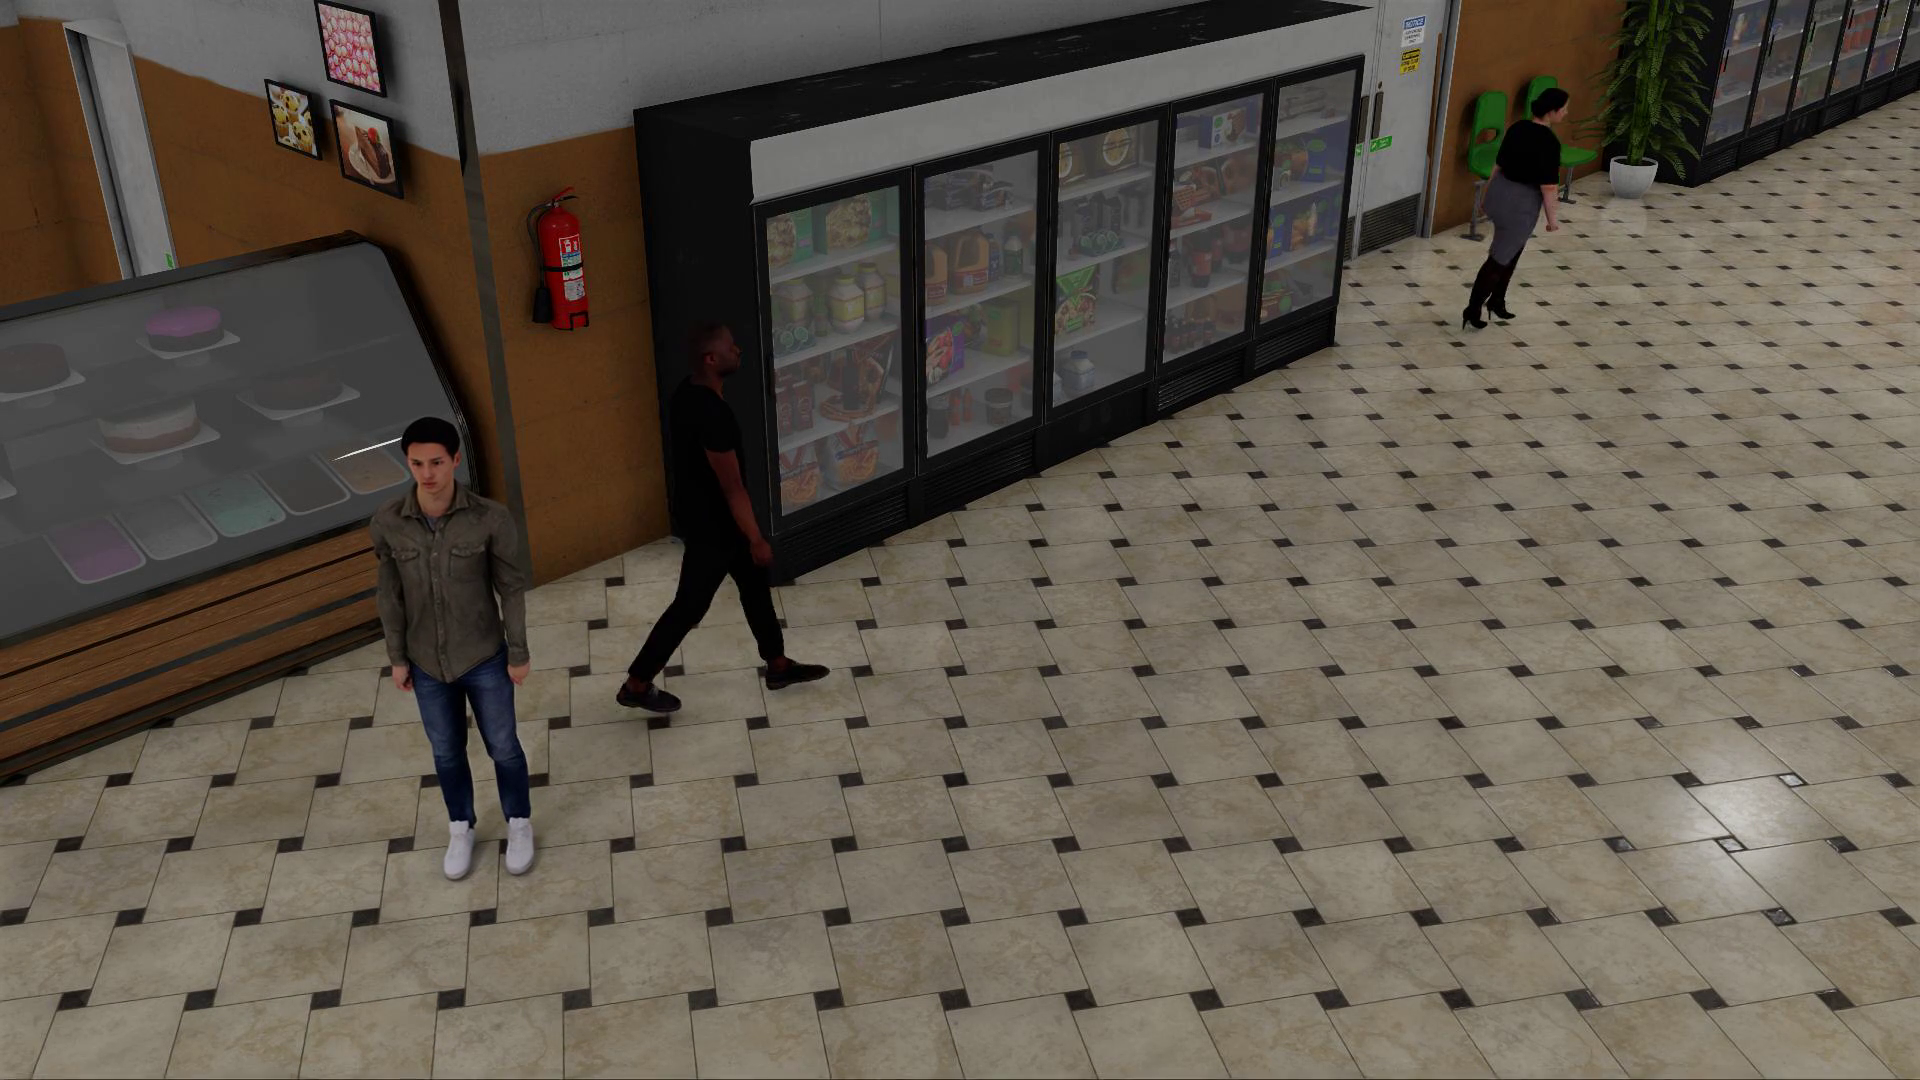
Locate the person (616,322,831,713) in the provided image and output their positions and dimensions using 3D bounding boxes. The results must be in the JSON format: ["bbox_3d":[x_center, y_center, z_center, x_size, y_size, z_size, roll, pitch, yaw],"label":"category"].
[{"bbox_3d":[-1.149,-0.021,7.106,1.159,1.776,1.231,-6,27,-11],"label":"person"}]

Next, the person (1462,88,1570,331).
[{"bbox_3d":[3.794,-2.281,11.637,0.928,1.709,0.870,-12,29,-22],"label":"person"}]

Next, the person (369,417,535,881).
[{"bbox_3d":[-1.854,0.402,6.175,0.770,1.864,0.827,0,27,-1],"label":"person"}]
